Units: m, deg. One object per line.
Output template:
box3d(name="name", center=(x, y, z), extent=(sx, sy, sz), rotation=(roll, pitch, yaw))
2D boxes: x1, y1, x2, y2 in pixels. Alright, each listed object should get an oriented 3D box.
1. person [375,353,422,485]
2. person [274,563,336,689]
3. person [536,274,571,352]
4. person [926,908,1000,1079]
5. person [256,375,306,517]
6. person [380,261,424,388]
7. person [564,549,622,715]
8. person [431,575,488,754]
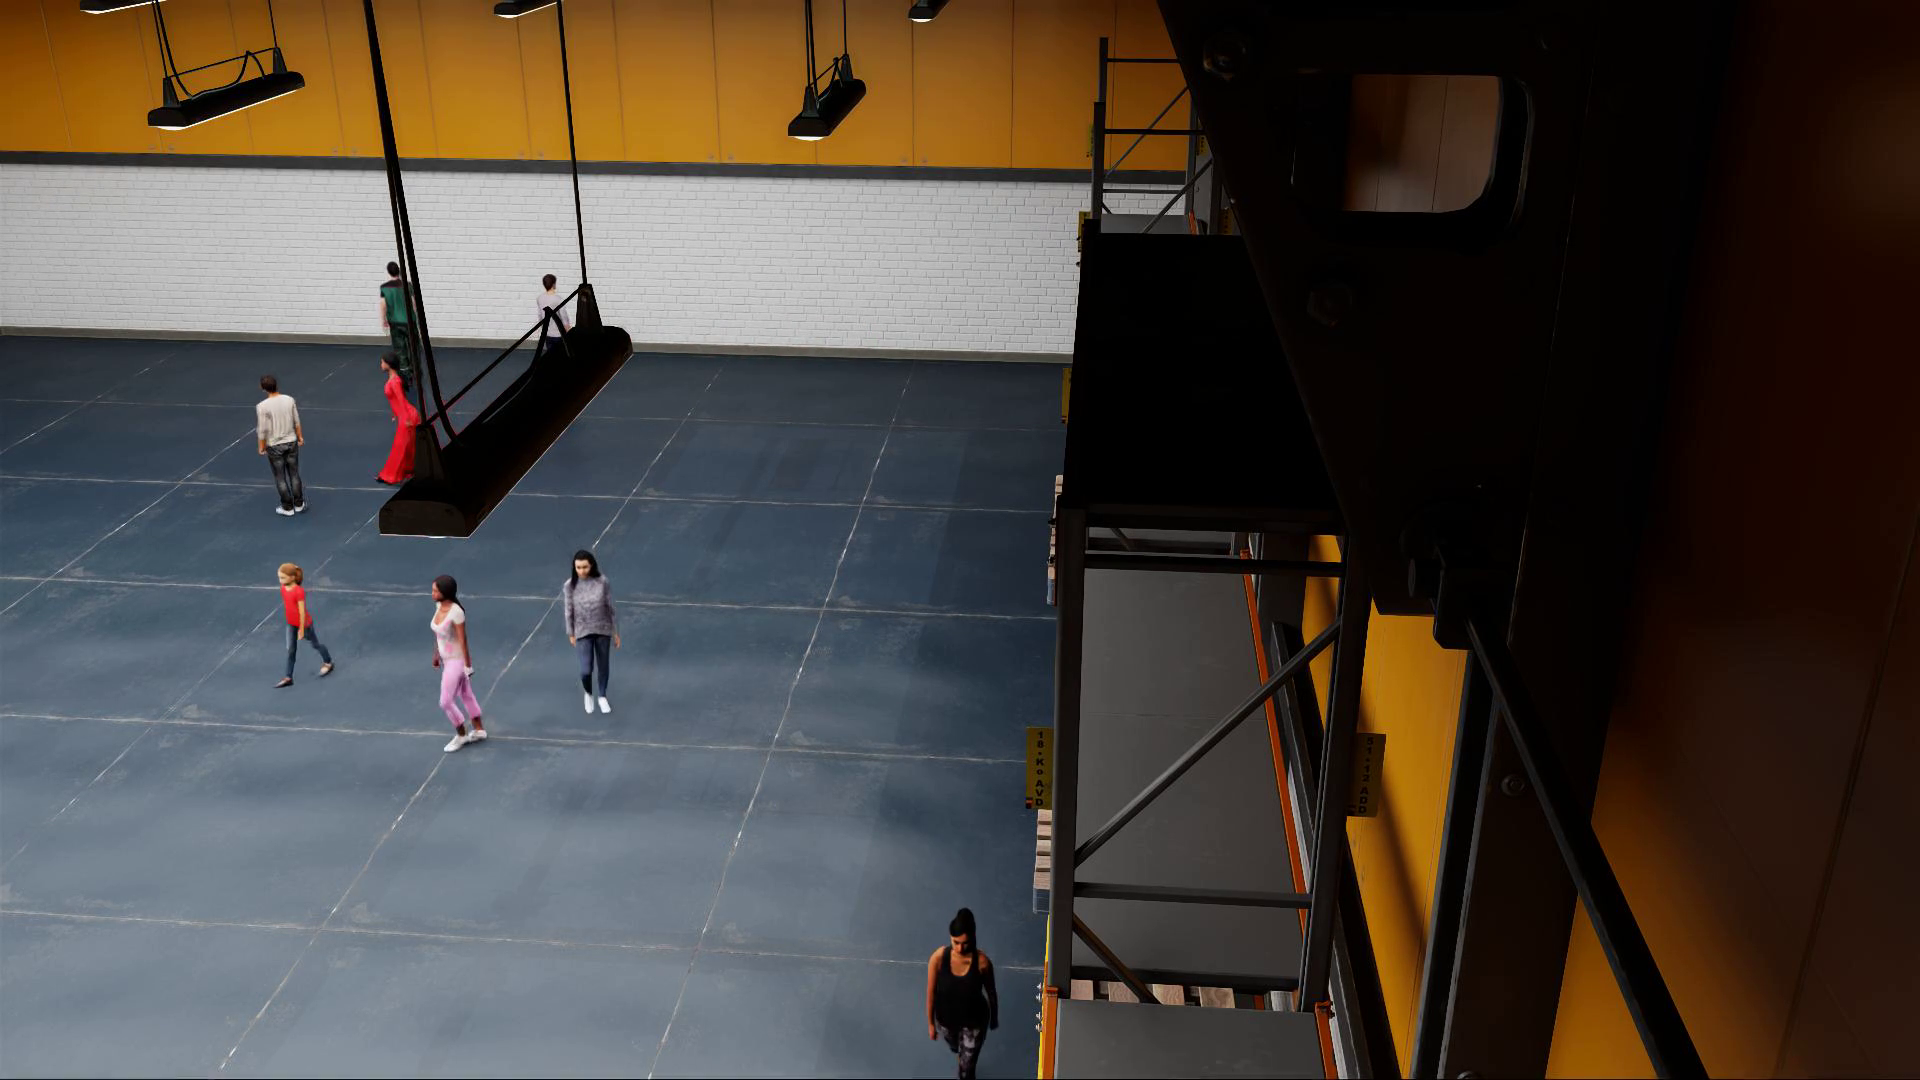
box3d(name="person", center=(-7.009, -1.530, 21.330), extent=(0.923, 1.742, 1.091), rotation=(-7, 25, -15))
box3d(name="person", center=(-6.510, 0.813, 16.546), extent=(0.698, 1.281, 0.944), rotation=(12, 26, 25))
box3d(name="person", center=(-6.002, -3.044, 24.669), extent=(0.726, 1.843, 0.672), rotation=(11, 26, 23))
box3d(name="person", center=(0.017, 3.077, 10.924), extent=(0.648, 1.635, 1.098), rotation=(2, 24, 5))
box3d(name="person", center=(-8.339, -1.174, 20.450), extent=(0.745, 1.796, 0.834), rotation=(-17, 29, -33))
box3d(name="person", center=(-8.408, -3.244, 25.071), extent=(0.888, 1.886, 0.974), rotation=(-7, 24, -15))
box3d(name="person", center=(-3.527, 0.843, 15.932), extent=(0.727, 1.717, 0.743), rotation=(-10, 25, -21))
box3d(name="person", center=(-4.565, 1.103, 15.330), extent=(0.824, 1.725, 0.764), rotation=(-17, 29, -34))
